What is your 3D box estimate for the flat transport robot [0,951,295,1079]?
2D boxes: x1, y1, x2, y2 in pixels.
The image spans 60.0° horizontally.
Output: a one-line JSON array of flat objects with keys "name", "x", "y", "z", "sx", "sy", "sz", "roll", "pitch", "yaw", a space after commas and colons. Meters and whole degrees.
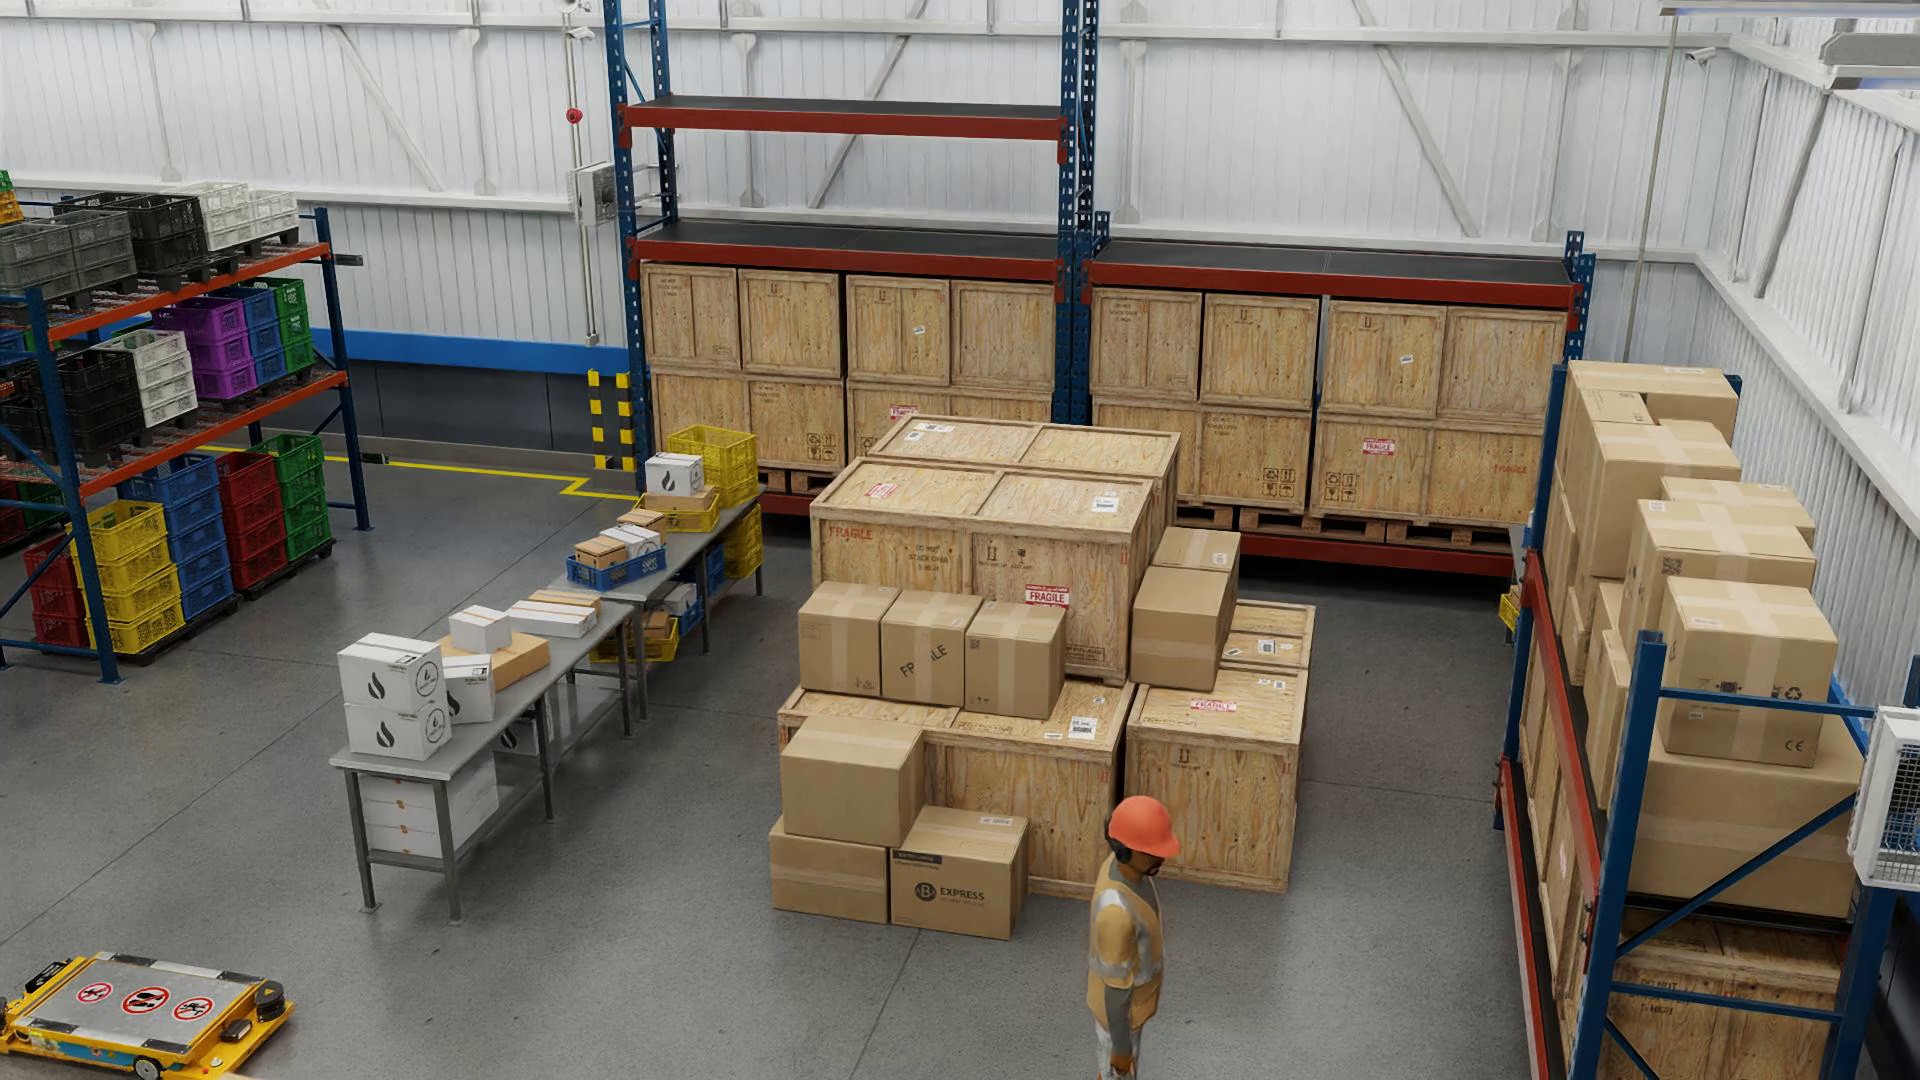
[{"name": "flat transport robot", "x": -4.270, "y": 2.464, "z": 8.601, "sx": 1.431, "sy": 0.231, "sz": 0.659, "roll": 5, "pitch": 22, "yaw": 13}]

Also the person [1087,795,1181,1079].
[{"name": "person", "x": 0.746, "y": 2.022, "z": 7.277, "sx": 0.373, "sy": 2.039, "sz": 0.614, "roll": 4, "pitch": 21, "yaw": 9}]
